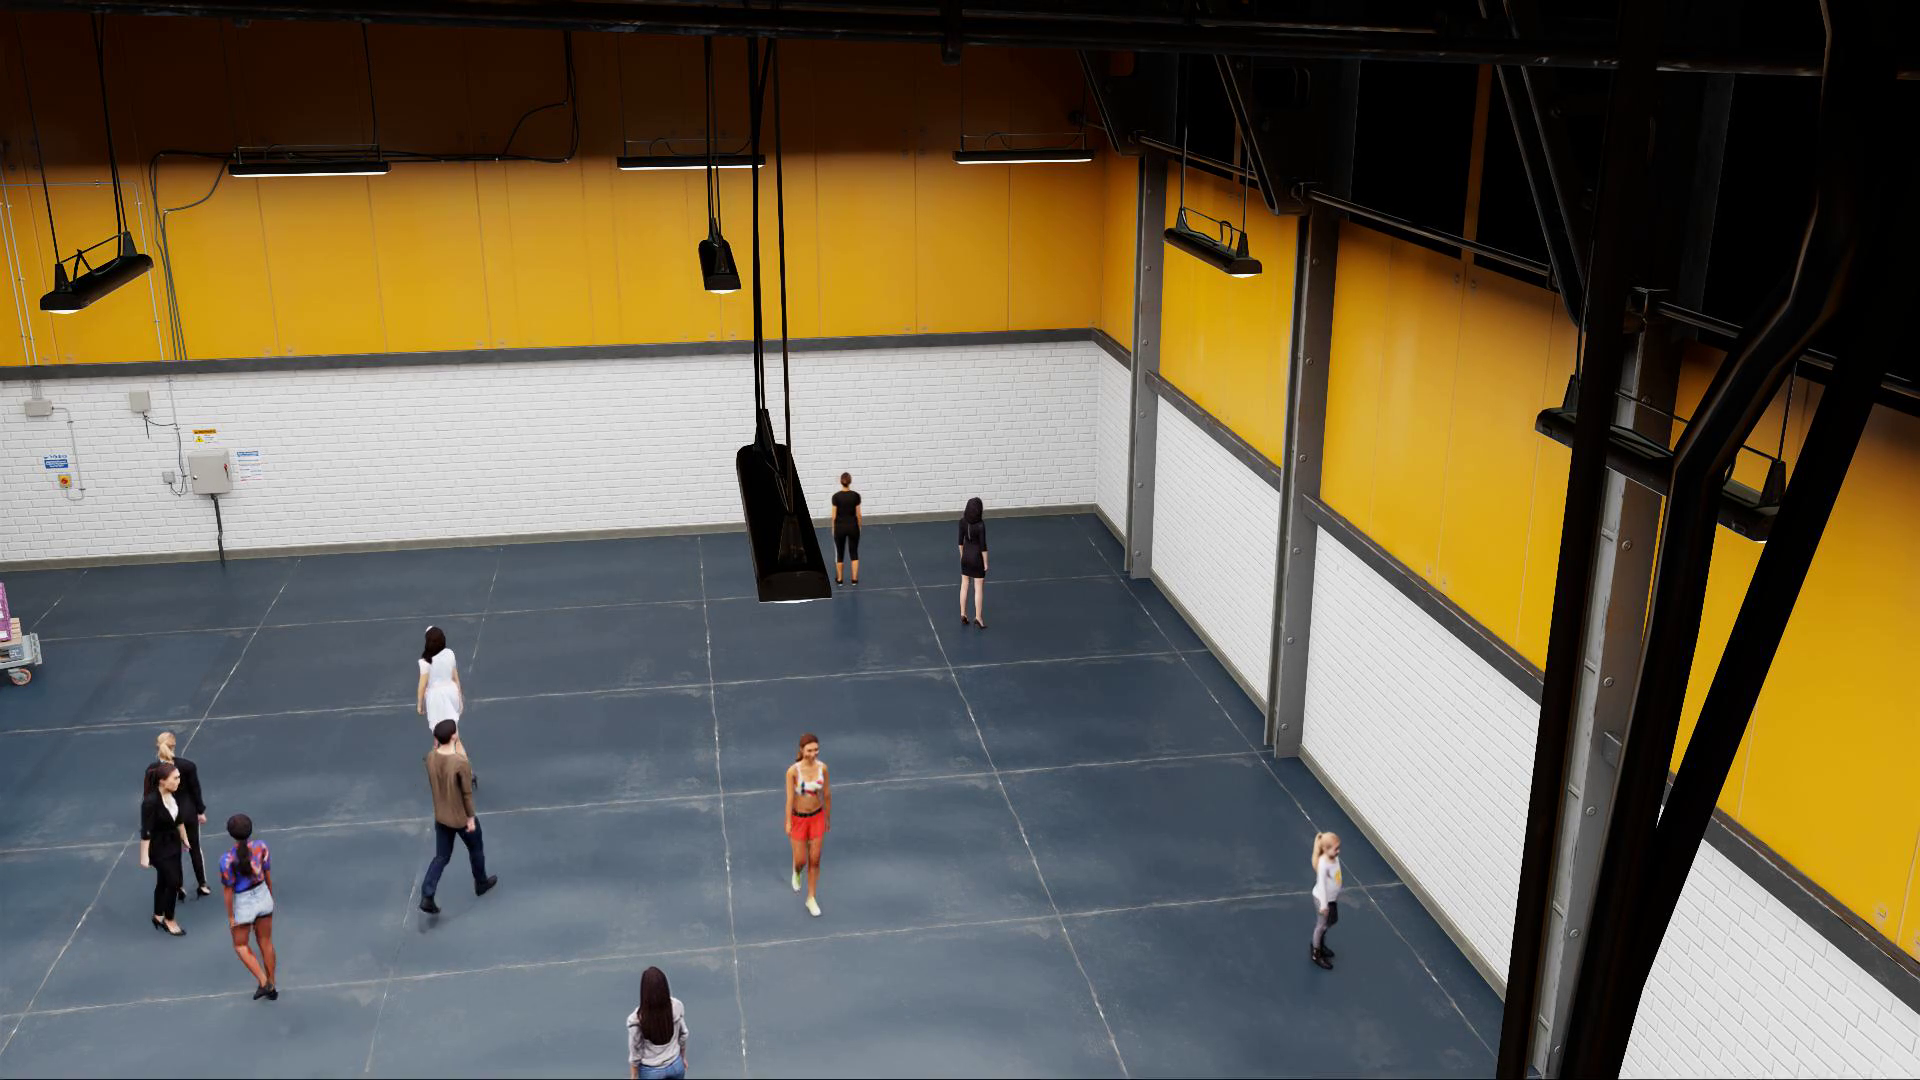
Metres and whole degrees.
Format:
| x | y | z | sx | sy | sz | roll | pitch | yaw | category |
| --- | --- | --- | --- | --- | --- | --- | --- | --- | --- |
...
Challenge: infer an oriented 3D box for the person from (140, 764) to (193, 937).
| x | y | z | sx | sy | sz | roll | pitch | yaw | category |
| --- | --- | --- | --- | --- | --- | --- | --- | --- | --- |
| -7.291 | 2.800 | 15.051 | 0.794 | 1.630 | 0.674 | 3 | 19 | 10 | person |

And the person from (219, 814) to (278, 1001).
| x | y | z | sx | sy | sz | roll | pitch | yaw | category |
| --- | --- | --- | --- | --- | --- | --- | --- | --- | --- |
| -5.899 | 3.119 | 13.947 | 0.824 | 1.731 | 0.764 | 17 | 25 | 41 | person |

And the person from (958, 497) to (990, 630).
| x | y | z | sx | sy | sz | roll | pitch | yaw | category |
| --- | --- | --- | --- | --- | --- | --- | --- | --- | --- |
| 0.171 | 0.303 | 22.193 | 0.635 | 1.805 | 0.715 | 15 | 24 | 37 | person |

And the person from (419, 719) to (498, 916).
| x | y | z | sx | sy | sz | roll | pitch | yaw | category |
| --- | --- | --- | --- | --- | --- | --- | --- | --- | --- |
| -4.729 | 2.581 | 15.346 | 1.054 | 1.858 | 1.254 | 7 | 20 | 20 | person |

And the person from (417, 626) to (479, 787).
| x | y | z | sx | sy | sz | roll | pitch | yaw | category |
| --- | --- | --- | --- | --- | --- | --- | --- | --- | --- |
| -5.452 | 1.836 | 17.729 | 1.288 | 1.749 | 1.125 | 16 | 24 | 39 | person |

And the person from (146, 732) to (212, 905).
| x | y | z | sx | sy | sz | roll | pitch | yaw | category |
| --- | --- | --- | --- | --- | --- | --- | --- | --- | --- |
| -7.306 | 2.593 | 15.549 | 0.639 | 1.705 | 0.550 | -5 | 19 | -16 | person |

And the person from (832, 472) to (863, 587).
| x | y | z | sx | sy | sz | roll | pitch | yaw | category |
| --- | --- | --- | --- | --- | --- | --- | --- | --- | --- |
| -1.623 | -0.164 | 23.792 | 0.574 | 1.670 | 0.508 | -4 | 19 | -11 | person |

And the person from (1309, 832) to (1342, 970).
| x | y | z | sx | sy | sz | roll | pitch | yaw | category |
| --- | --- | --- | --- | --- | --- | --- | --- | --- | --- |
| 3.198 | 3.127 | 14.633 | 0.660 | 1.277 | 0.593 | 11 | 22 | 30 | person |

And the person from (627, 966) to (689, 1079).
| x | y | z | sx | sy | sz | roll | pitch | yaw | category |
| --- | --- | --- | --- | --- | --- | --- | --- | --- | --- |
| -2.156 | 3.823 | 12.014 | 0.680 | 1.631 | 0.666 | -13 | 23 | -34 | person |

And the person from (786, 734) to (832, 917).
| x | y | z | sx | sy | sz | roll | pitch | yaw | category |
| --- | --- | --- | --- | --- | --- | --- | --- | --- | --- |
| -1.443 | 2.588 | 15.444 | 0.687 | 1.780 | 0.847 | -7 | 20 | -20 | person |
